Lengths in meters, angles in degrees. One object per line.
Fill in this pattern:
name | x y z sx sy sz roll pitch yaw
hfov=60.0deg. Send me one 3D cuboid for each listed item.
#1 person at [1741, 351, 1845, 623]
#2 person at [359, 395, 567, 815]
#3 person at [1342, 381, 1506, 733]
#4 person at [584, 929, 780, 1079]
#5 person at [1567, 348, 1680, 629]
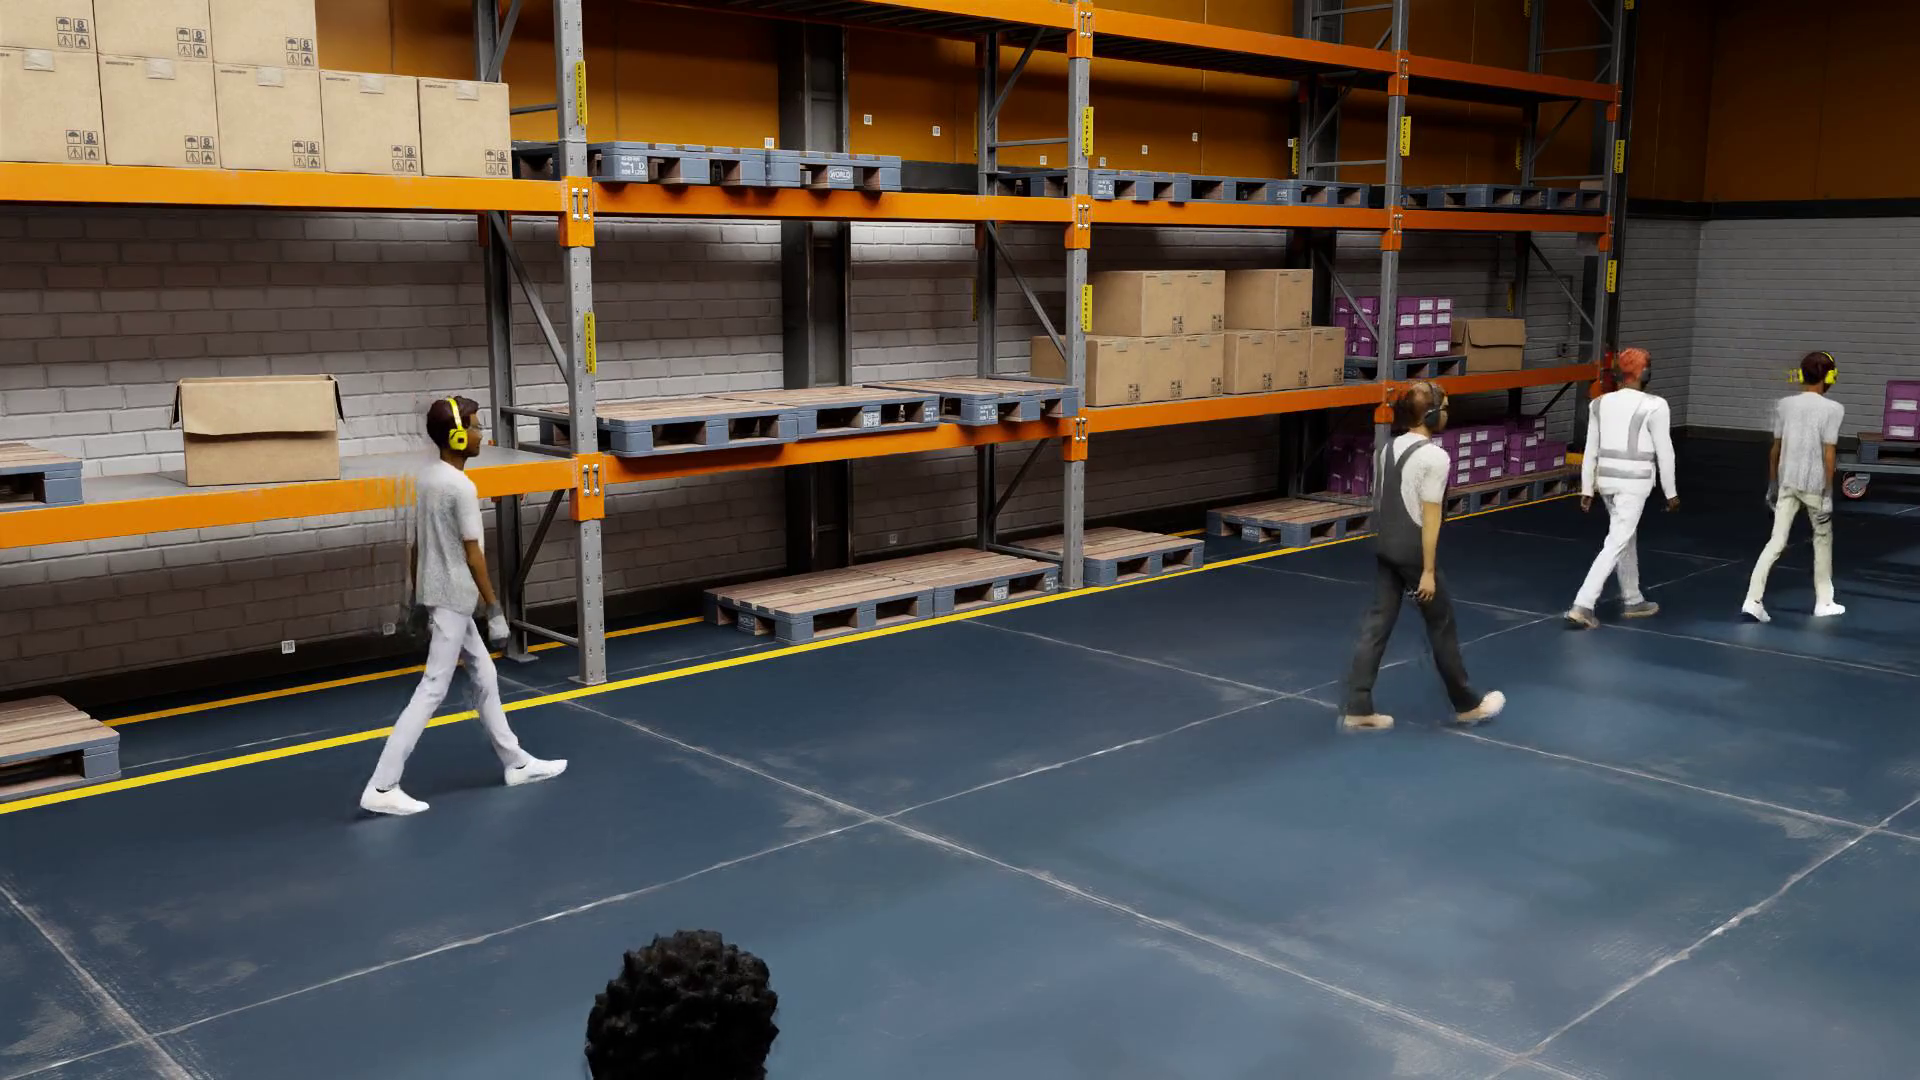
person | 5.586 -0.350 11.072 0.975 1.821 0.535 -6 12 -33
person | -2.250 0.280 7.344 0.983 1.829 0.534 -7 12 -36
person | 2.386 0.094 8.479 0.938 1.798 0.563 -4 10 -22
person | -0.310 1.264 2.055 0.552 1.644 0.872 -1 10 -5
person | 4.345 -0.341 10.949 0.964 1.844 0.580 -5 11 -26
